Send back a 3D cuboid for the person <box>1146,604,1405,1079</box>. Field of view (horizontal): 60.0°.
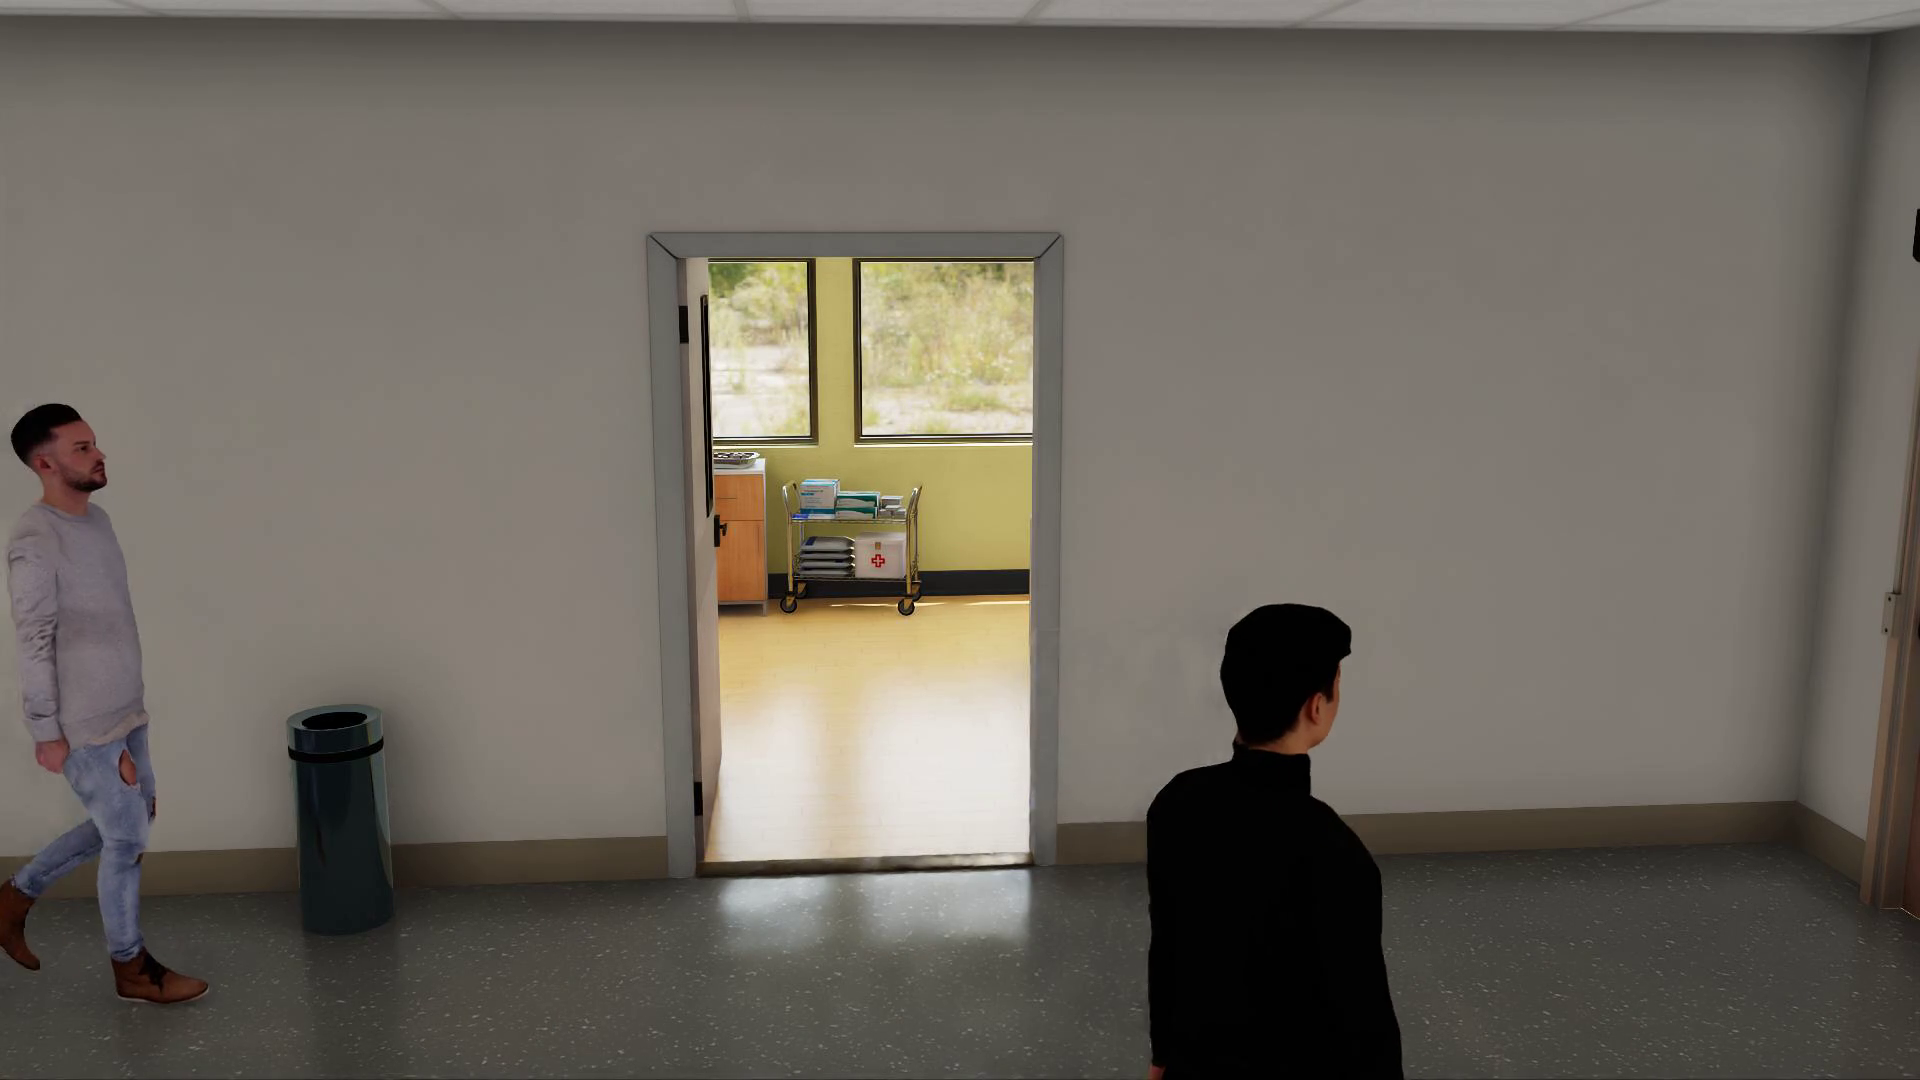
[{"bbox_3d":[0.480,0.961,2.842,0.935,1.713,0.854,-7,13,-33],"label":"person"}]

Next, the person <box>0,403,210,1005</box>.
[{"bbox_3d":[-2.656,0.510,4.930,0.932,1.821,0.700,-1,11,-7],"label":"person"}]
